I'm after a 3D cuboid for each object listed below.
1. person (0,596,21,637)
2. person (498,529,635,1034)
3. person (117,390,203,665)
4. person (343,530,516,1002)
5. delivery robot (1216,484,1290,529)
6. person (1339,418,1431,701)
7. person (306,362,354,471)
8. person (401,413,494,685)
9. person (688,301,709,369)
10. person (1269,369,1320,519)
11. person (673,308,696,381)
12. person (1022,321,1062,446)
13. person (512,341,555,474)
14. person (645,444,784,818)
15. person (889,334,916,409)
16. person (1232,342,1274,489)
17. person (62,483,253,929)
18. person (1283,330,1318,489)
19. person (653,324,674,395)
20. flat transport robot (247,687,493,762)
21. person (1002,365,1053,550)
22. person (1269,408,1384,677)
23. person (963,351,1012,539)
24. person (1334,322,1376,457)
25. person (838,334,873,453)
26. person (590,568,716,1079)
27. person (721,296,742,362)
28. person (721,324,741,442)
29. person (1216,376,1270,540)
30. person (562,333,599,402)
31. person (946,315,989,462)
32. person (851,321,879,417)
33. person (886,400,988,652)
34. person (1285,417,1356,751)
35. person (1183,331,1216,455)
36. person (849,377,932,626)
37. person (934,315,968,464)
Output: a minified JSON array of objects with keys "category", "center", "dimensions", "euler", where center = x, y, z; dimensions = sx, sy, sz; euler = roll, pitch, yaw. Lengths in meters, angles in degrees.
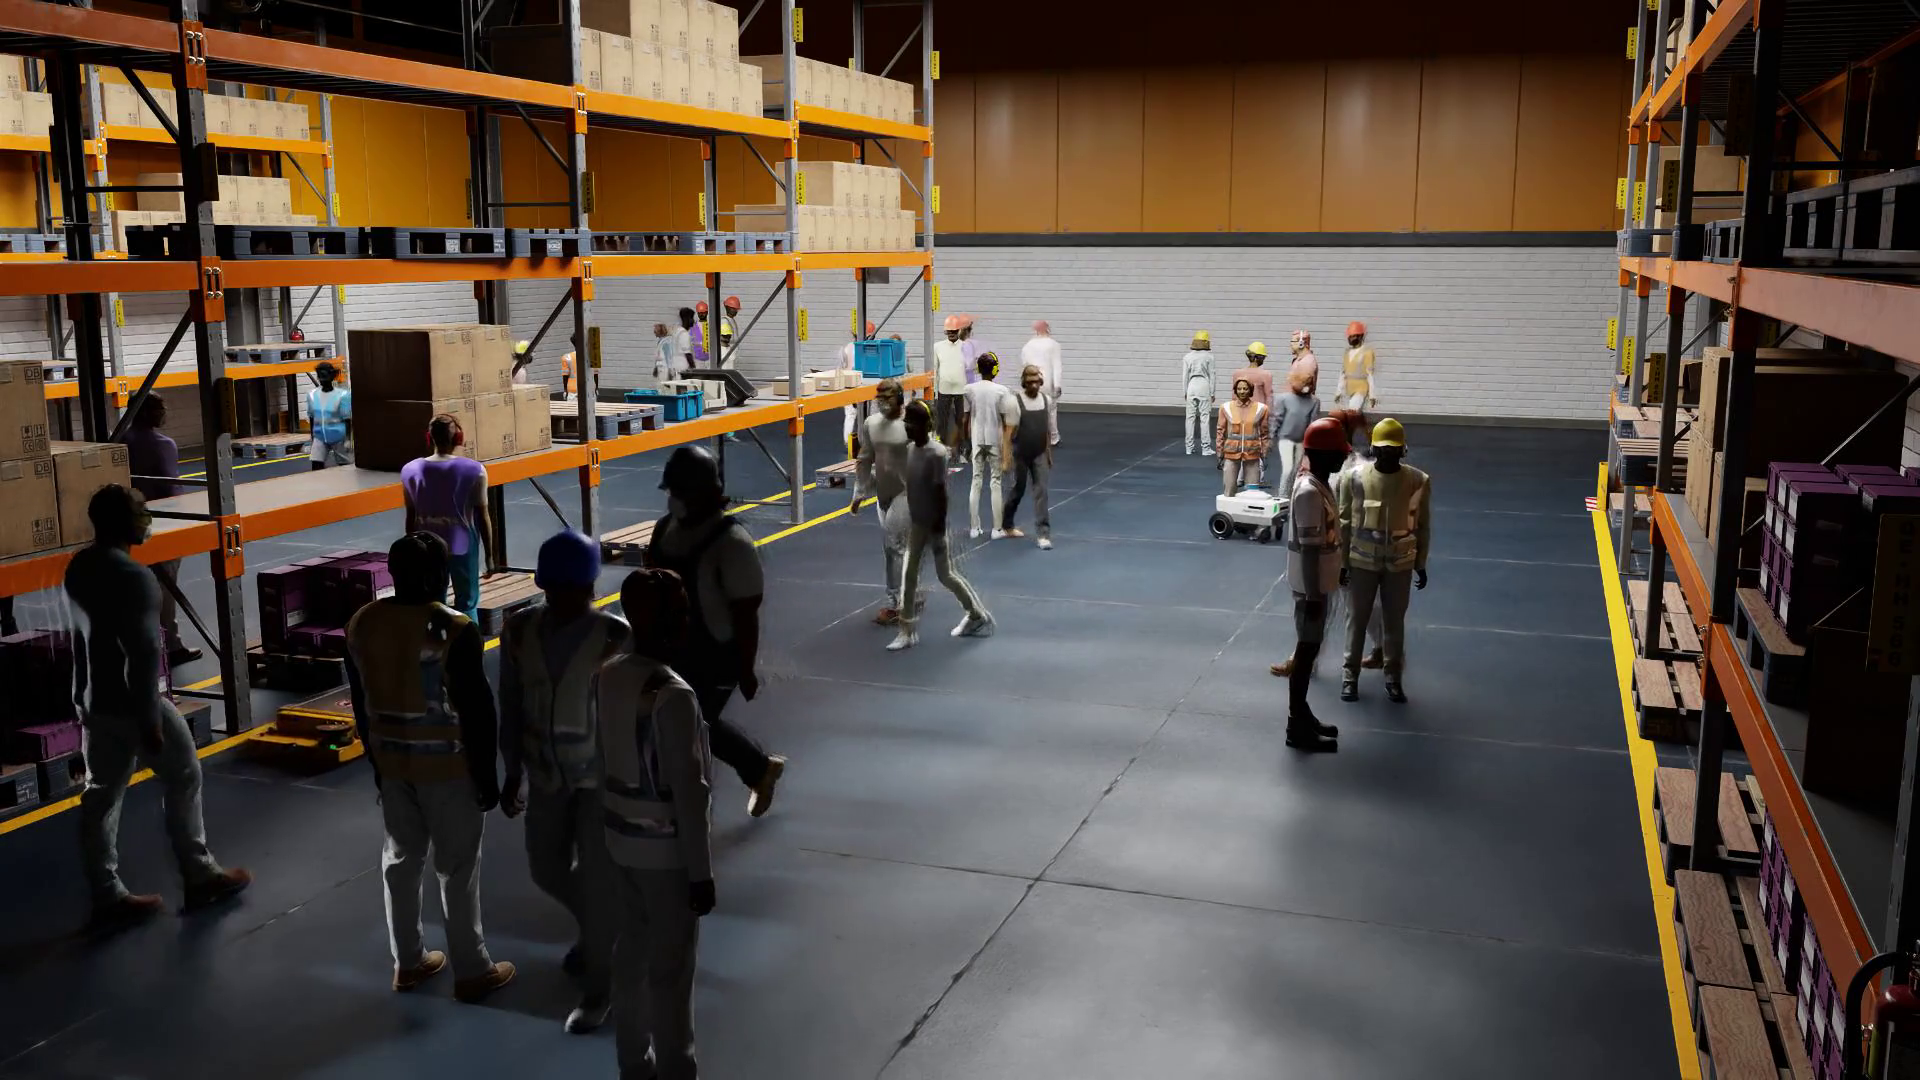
[{"category":"person","center":[-7.000,-0.152,11.972],"dimensions":[0.374,1.934,0.548],"euler":[8,13,38]},{"category":"person","center":[-1.405,0.868,6.305],"dimensions":[0.626,1.916,0.707],"euler":[3,11,17]},{"category":"person","center":[-5.659,-0.091,11.623],"dimensions":[0.633,1.936,0.355],"euler":[4,11,22]},{"category":"person","center":[-2.045,0.875,6.457],"dimensions":[0.627,1.844,0.429],"euler":[4,11,21]},{"category":"delivery robot","center":[2.919,-0.324,16.563],"dimensions":[0.707,0.478,0.477],"euler":[8,13,37]},{"category":"person","center":[2.712,0.130,10.673],"dimensions":[0.591,1.834,0.404],"euler":[1,10,8]},{"category":"person","center":[-6.793,-1.069,17.875],"dimensions":[0.552,1.661,0.746],"euler":[1,10,7]},{"category":"person","center":[-3.332,0.096,10.847],"dimensions":[0.568,1.842,0.392],"euler":[1,10,4]},{"category":"person","center":[-4.511,-3.219,29.235],"dimensions":[0.544,1.939,0.355],"euler":[-1,10,-5]},{"category":"person","center":[3.611,-1.027,17.793],"dimensions":[0.510,1.610,0.581],"euler":[-3,10,-15]},{"category":"person","center":[-4.303,-2.759,26.685],"dimensions":[0.973,1.915,0.634],"euler":[-3,10,-14]},{"category":"person","center":[1.199,-2.223,23.947],"dimensions":[0.697,1.839,0.983],"euler":[5,11,28]},{"category":"person","center":[-5.435,-1.642,20.958],"dimensions":[0.915,1.712,0.552],"euler":[-3,11,-16]},{"category":"person","center":[-1.199,0.493,8.043],"dimensions":[0.892,2.000,0.686],"euler":[-9,13,-41]},{"category":"person","center":[-0.924,-2.222,24.509],"dimensions":[0.539,1.621,0.553],"euler":[-3,11,-18]},{"category":"person","center":[3.539,-1.500,20.061],"dimensions":[0.530,1.760,0.333],"euler":[7,12,35]},{"category":"person","center":[-3.509,0.693,7.258],"dimensions":[0.655,1.914,0.803],"euler":[7,12,34]},{"category":"person","center":[4.086,-1.570,20.039],"dimensions":[0.403,1.906,0.652],"euler":[1,10,8]},{"category":"person","center":[-4.980,-2.877,28.257],"dimensions":[0.833,1.601,0.531],"euler":[-3,11,-18]},{"category":"flat transport robot","center":[-3.531,1.020,10.056],"dimensions":[0.652,0.197,1.431],"euler":[4,11,20]},{"category":"person","center":[0.655,-0.837,16.273],"dimensions":[0.576,1.795,0.936],"euler":[-4,11,-22]},{"category":"person","center":[2.621,0.011,11.336],"dimensions":[0.978,1.841,0.592],"euler":[-2,10,-9]},{"category":"person","center":[0.276,-0.943,16.611],"dimensions":[0.524,1.871,0.325],"euler":[4,11,22]},{"category":"person","center":[5.400,-2.035,22.734],"dimensions":[1.014,1.882,0.567],"euler":[-4,11,-23]},{"category":"person","center":[-1.435,-2.129,23.481],"dimensions":[0.639,1.814,0.883],"euler":[2,10,12]},{"category":"person","center":[-0.989,1.022,5.509],"dimensions":[0.356,1.883,0.572],"euler":[-9,13,-40]},{"category":"person","center":[-3.970,-3.207,28.903],"dimensions":[0.395,2.033,0.605],"euler":[1,10,5]},{"category":"person","center":[-3.467,-2.307,24.586],"dimensions":[0.523,1.769,0.313],"euler":[-10,14,-44]},{"category":"person","center":[2.803,-0.811,16.517],"dimensions":[0.525,1.639,0.307],"euler":[2,10,10]},{"category":"person","center":[-5.405,-2.117,23.724],"dimensions":[0.532,1.692,0.320],"euler":[-3,11,-19]},{"category":"person","center":[0.046,-2.034,22.430],"dimensions":[0.940,1.985,0.613],"euler":[3,11,17]},{"category":"person","center":[-1.197,-1.931,22.015],"dimensions":[0.543,1.929,0.382],"euler":[3,11,18]},{"category":"person","center":[-0.175,-0.128,12.157],"dimensions":[0.861,1.834,0.512],"euler":[-9,14,-42]},{"category":"person","center":[2.095,0.248,9.711],"dimensions":[0.362,1.935,0.553],"euler":[3,10,15]},{"category":"person","center":[3.357,-2.054,23.254],"dimensions":[0.484,1.734,0.320],"euler":[7,12,33]},{"category":"person","center":[-0.567,-0.303,12.890],"dimensions":[0.631,1.905,0.867],"euler":[10,14,43]},{"category":"person","center":[-0.094,-2.004,22.244],"dimensions":[0.622,1.989,0.399],"euler":[0,10,1]}]
